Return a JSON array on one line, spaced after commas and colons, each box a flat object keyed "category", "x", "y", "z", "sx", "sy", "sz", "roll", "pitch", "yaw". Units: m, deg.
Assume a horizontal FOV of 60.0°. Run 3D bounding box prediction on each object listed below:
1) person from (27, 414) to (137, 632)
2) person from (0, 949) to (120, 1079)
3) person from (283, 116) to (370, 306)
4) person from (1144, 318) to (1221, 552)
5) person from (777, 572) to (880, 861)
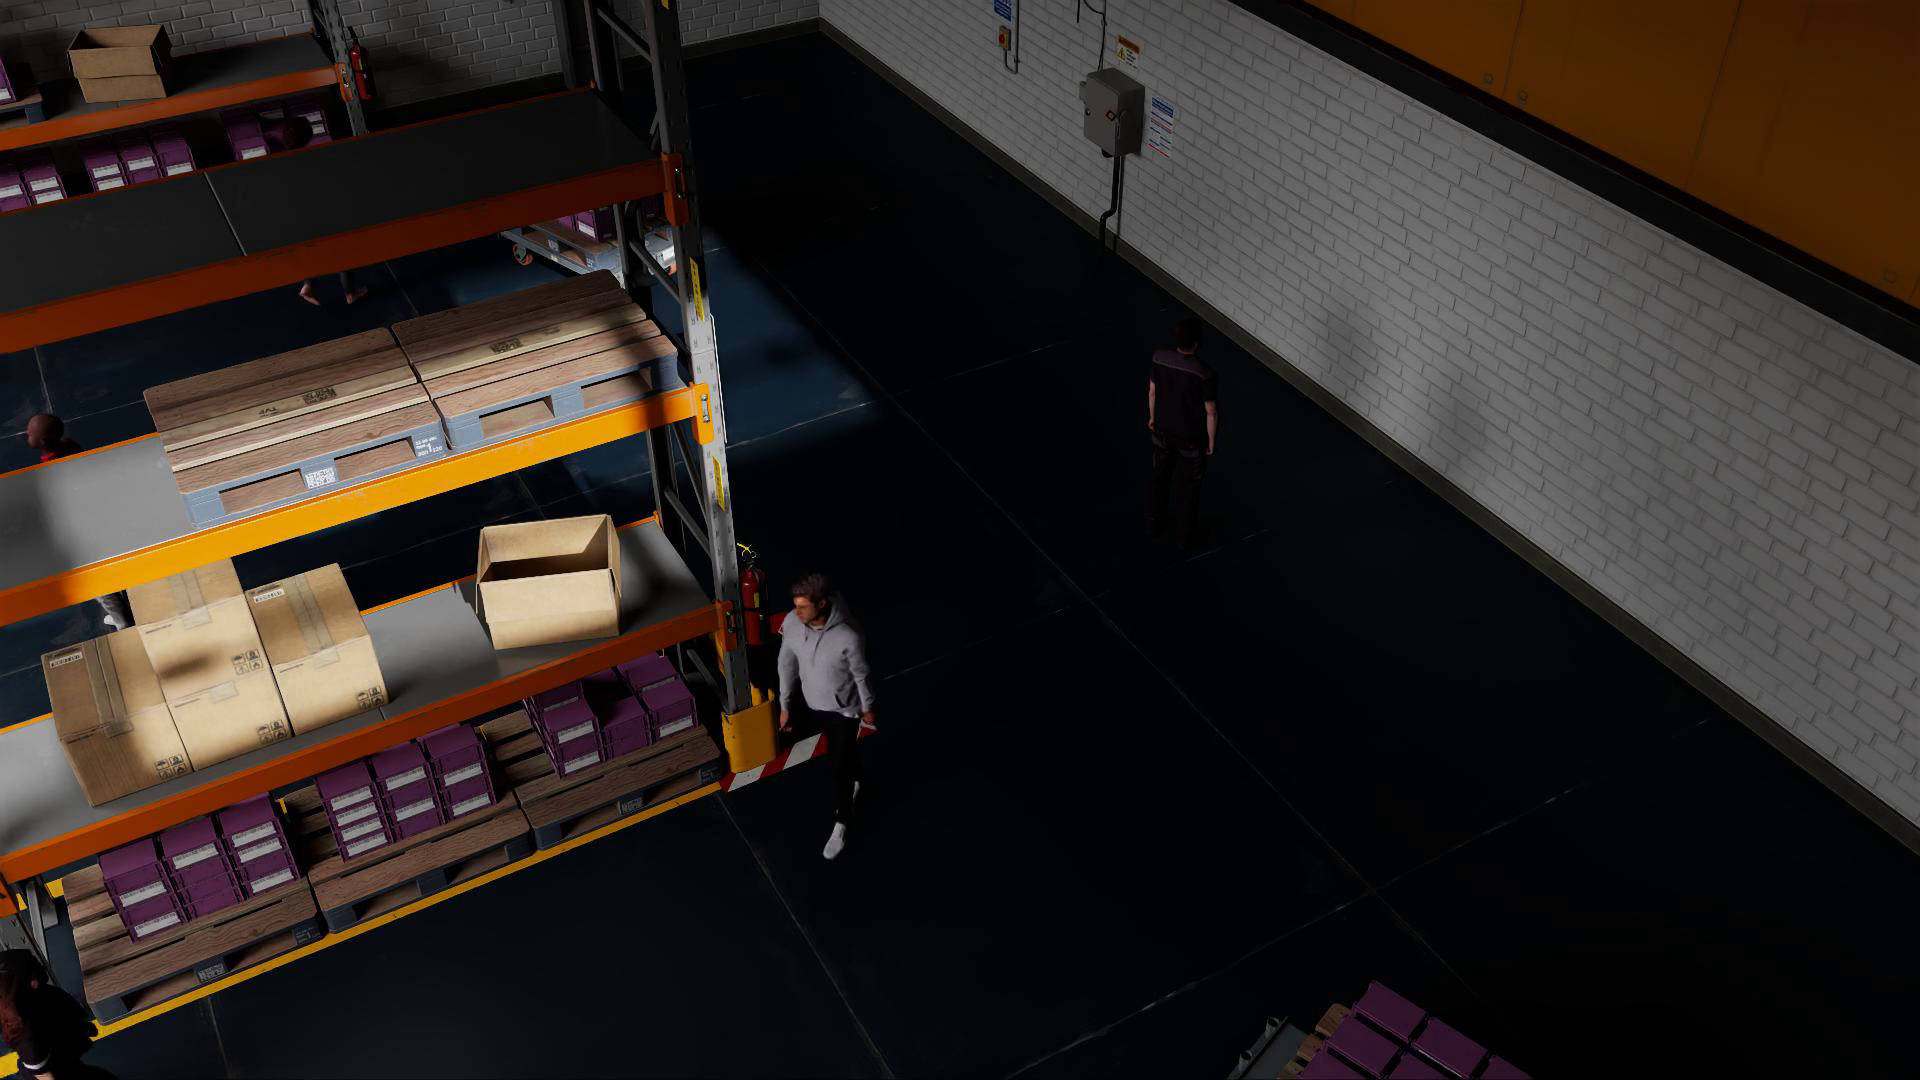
[{"category": "person", "x": -5.673, "y": -0.064, "z": 10.804, "sx": 0.683, "sy": 1.820, "sz": 0.734, "roll": -8, "pitch": 39, "yaw": -10}, {"category": "person", "x": -4.289, "y": 2.501, "z": 7.755, "sx": 0.931, "sy": 1.617, "sz": 0.652, "roll": -25, "pitch": 45, "yaw": -28}, {"category": "person", "x": -5.498, "y": -2.754, "z": 14.227, "sx": 0.859, "sy": 1.753, "sz": 0.971, "roll": 18, "pitch": 42, "yaw": 22}, {"category": "person", "x": 1.547, "y": -0.750, "z": 11.644, "sx": 0.790, "sy": 1.845, "sz": 0.728, "roll": 27, "pitch": 46, "yaw": 30}, {"category": "person", "x": -0.686, "y": 0.854, "z": 9.593, "sx": 0.954, "sy": 1.898, "sz": 1.052, "roll": 16, "pitch": 41, "yaw": 19}]
